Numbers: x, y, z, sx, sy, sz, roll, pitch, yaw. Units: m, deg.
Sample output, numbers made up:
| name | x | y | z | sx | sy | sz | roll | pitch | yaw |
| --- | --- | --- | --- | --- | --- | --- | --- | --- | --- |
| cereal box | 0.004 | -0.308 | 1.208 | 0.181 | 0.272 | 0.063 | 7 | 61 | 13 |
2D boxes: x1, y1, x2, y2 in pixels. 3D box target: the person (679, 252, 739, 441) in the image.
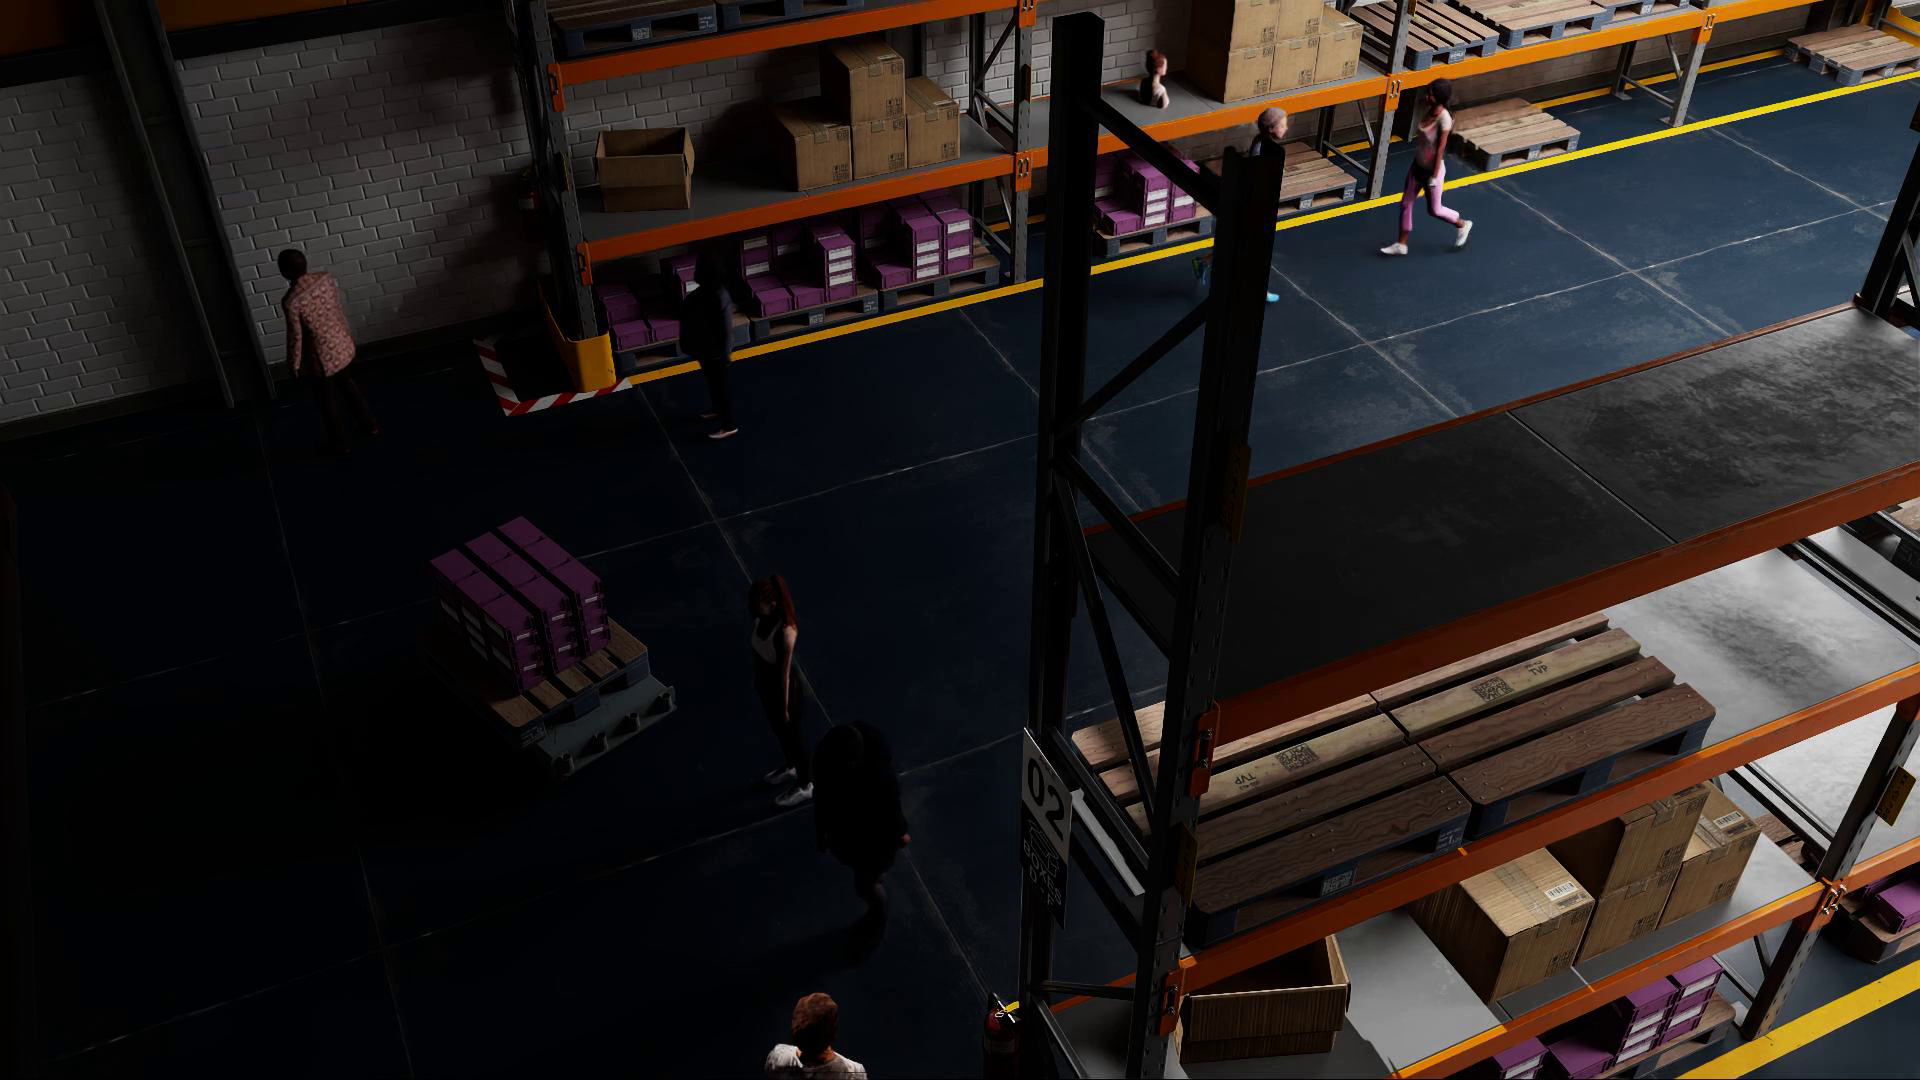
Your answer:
| name | x | y | z | sx | sy | sz | roll | pitch | yaw |
| --- | --- | --- | --- | --- | --- | --- | --- | --- | --- |
| person | -1.942 | -1.547 | 13.104 | 0.656 | 1.597 | 0.672 | -14 | 41 | -17 |

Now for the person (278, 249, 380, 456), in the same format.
| name | x | y | z | sx | sy | sz | roll | pitch | yaw |
| --- | --- | --- | --- | --- | --- | --- | --- | --- | --- |
| person | -4.845 | -1.435 | 12.802 | 0.924 | 1.799 | 0.846 | 16 | 41 | 19 |

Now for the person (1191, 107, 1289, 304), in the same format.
| name | x | y | z | sx | sy | sz | roll | pitch | yaw |
| --- | --- | --- | --- | --- | --- | --- | --- | --- | --- |
| person | 2.500 | -2.920 | 14.618 | 1.177 | 1.854 | 1.042 | 5 | 39 | 6 |

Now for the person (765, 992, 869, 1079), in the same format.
| name | x | y | z | sx | sy | sz | roll | pitch | yaw |
| --- | --- | --- | --- | --- | --- | --- | --- | --- | --- |
| person | -0.648 | 2.775 | 7.488 | 1.235 | 1.853 | 1.182 | 7 | 39 | 9 |

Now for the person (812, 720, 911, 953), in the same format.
| name | x | y | z | sx | sy | sz | roll | pitch | yaw |
| --- | --- | --- | --- | --- | --- | --- | --- | --- | --- |
| person | -0.505 | 1.533 | 9.198 | 0.802 | 1.660 | 0.832 | 22 | 43 | 25 |

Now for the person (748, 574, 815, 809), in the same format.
| name | x | y | z | sx | sy | sz | roll | pitch | yaw |
| --- | --- | --- | --- | --- | --- | --- | --- | --- | --- |
| person | -1.064 | 0.893 | 9.933 | 0.536 | 1.742 | 0.589 | -21 | 43 | -24 |

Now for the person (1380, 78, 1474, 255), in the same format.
| name | x | y | z | sx | sy | sz | roll | pitch | yaw |
| --- | --- | --- | --- | --- | --- | --- | --- | --- | --- |
| person | 4.401 | -3.403 | 15.331 | 1.121 | 1.718 | 0.750 | -12 | 40 | -14 |

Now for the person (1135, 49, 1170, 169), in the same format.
| name | x | y | z | sx | sy | sz | roll | pitch | yaw |
| --- | --- | --- | --- | --- | --- | --- | --- | --- | --- |
| person | 1.772 | -3.777 | 15.742 | 0.512 | 1.790 | 0.564 | -18 | 42 | -21 |
